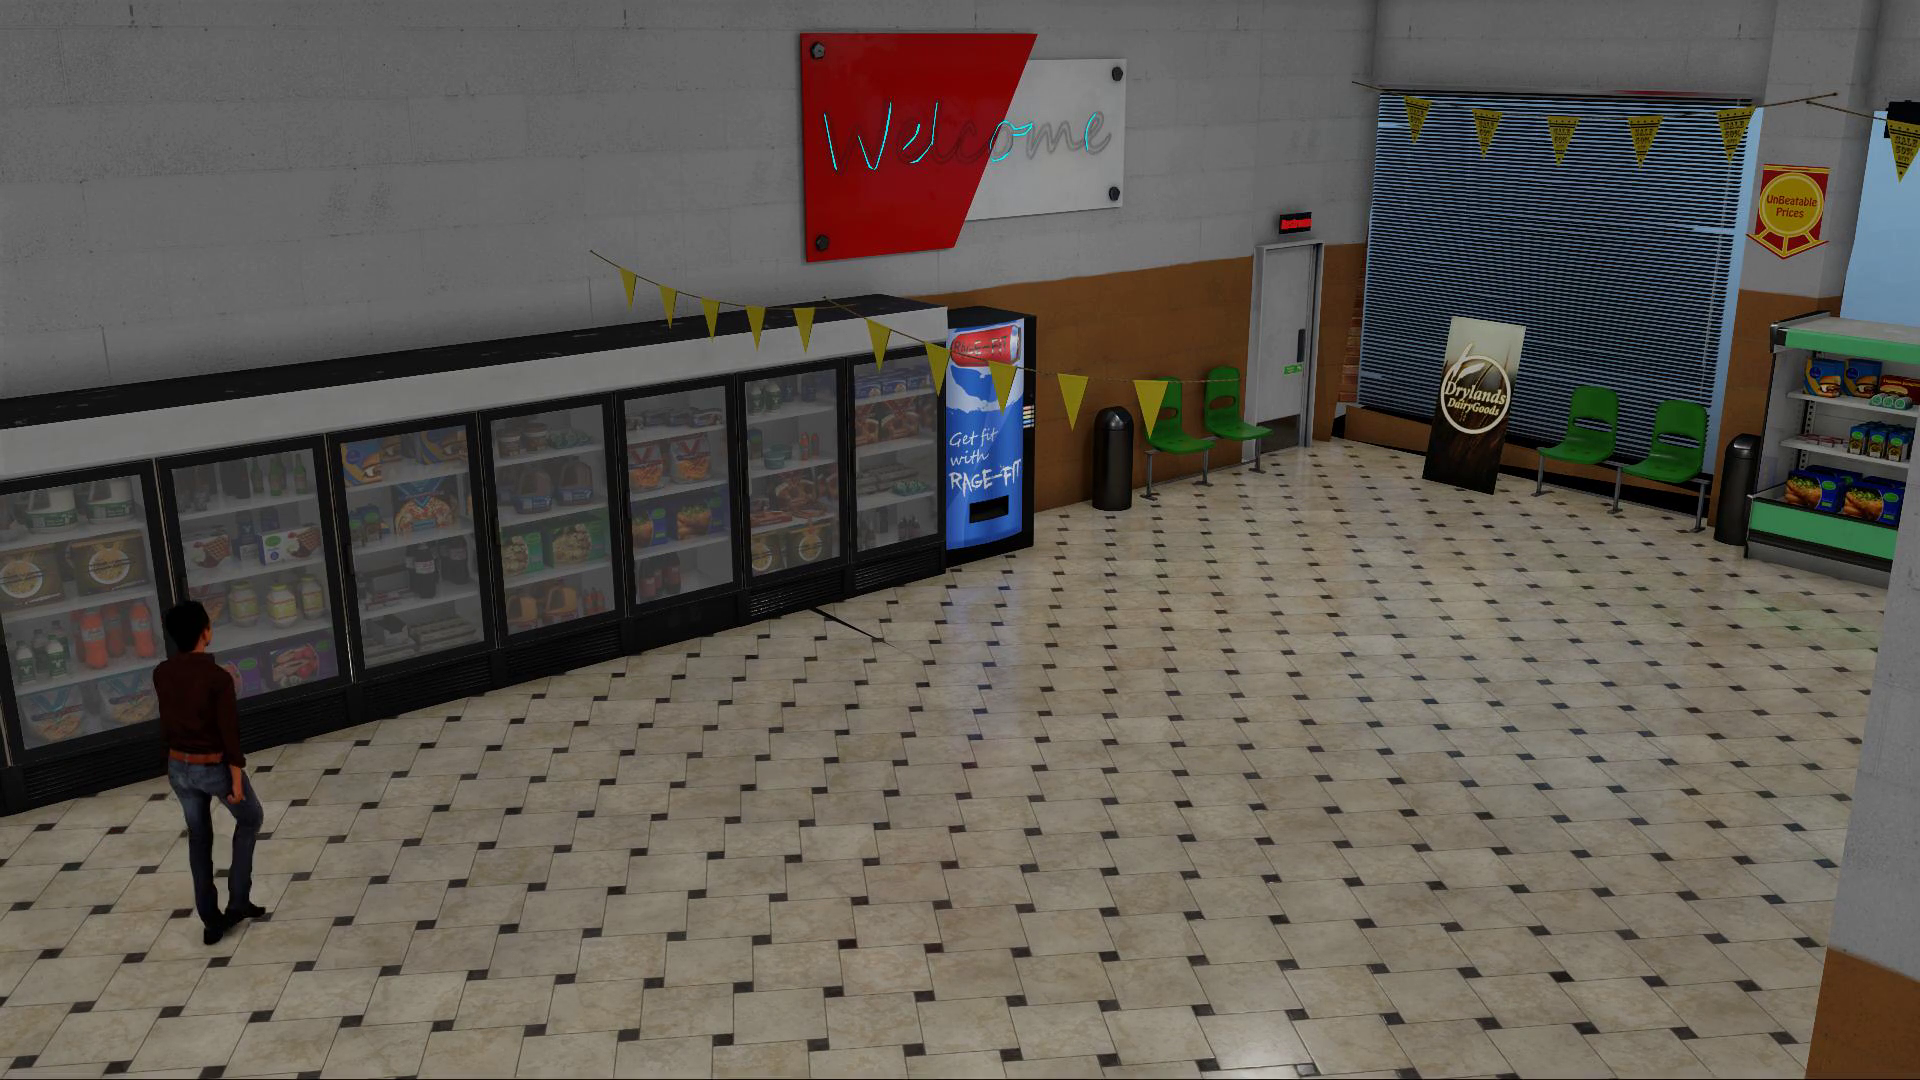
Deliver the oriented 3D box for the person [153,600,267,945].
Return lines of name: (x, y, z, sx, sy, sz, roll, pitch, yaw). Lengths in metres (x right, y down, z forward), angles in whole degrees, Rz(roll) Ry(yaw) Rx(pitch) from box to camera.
person: (-3.794, 1.190, 8.252, 0.753, 1.767, 0.822, 2, 17, 8)
